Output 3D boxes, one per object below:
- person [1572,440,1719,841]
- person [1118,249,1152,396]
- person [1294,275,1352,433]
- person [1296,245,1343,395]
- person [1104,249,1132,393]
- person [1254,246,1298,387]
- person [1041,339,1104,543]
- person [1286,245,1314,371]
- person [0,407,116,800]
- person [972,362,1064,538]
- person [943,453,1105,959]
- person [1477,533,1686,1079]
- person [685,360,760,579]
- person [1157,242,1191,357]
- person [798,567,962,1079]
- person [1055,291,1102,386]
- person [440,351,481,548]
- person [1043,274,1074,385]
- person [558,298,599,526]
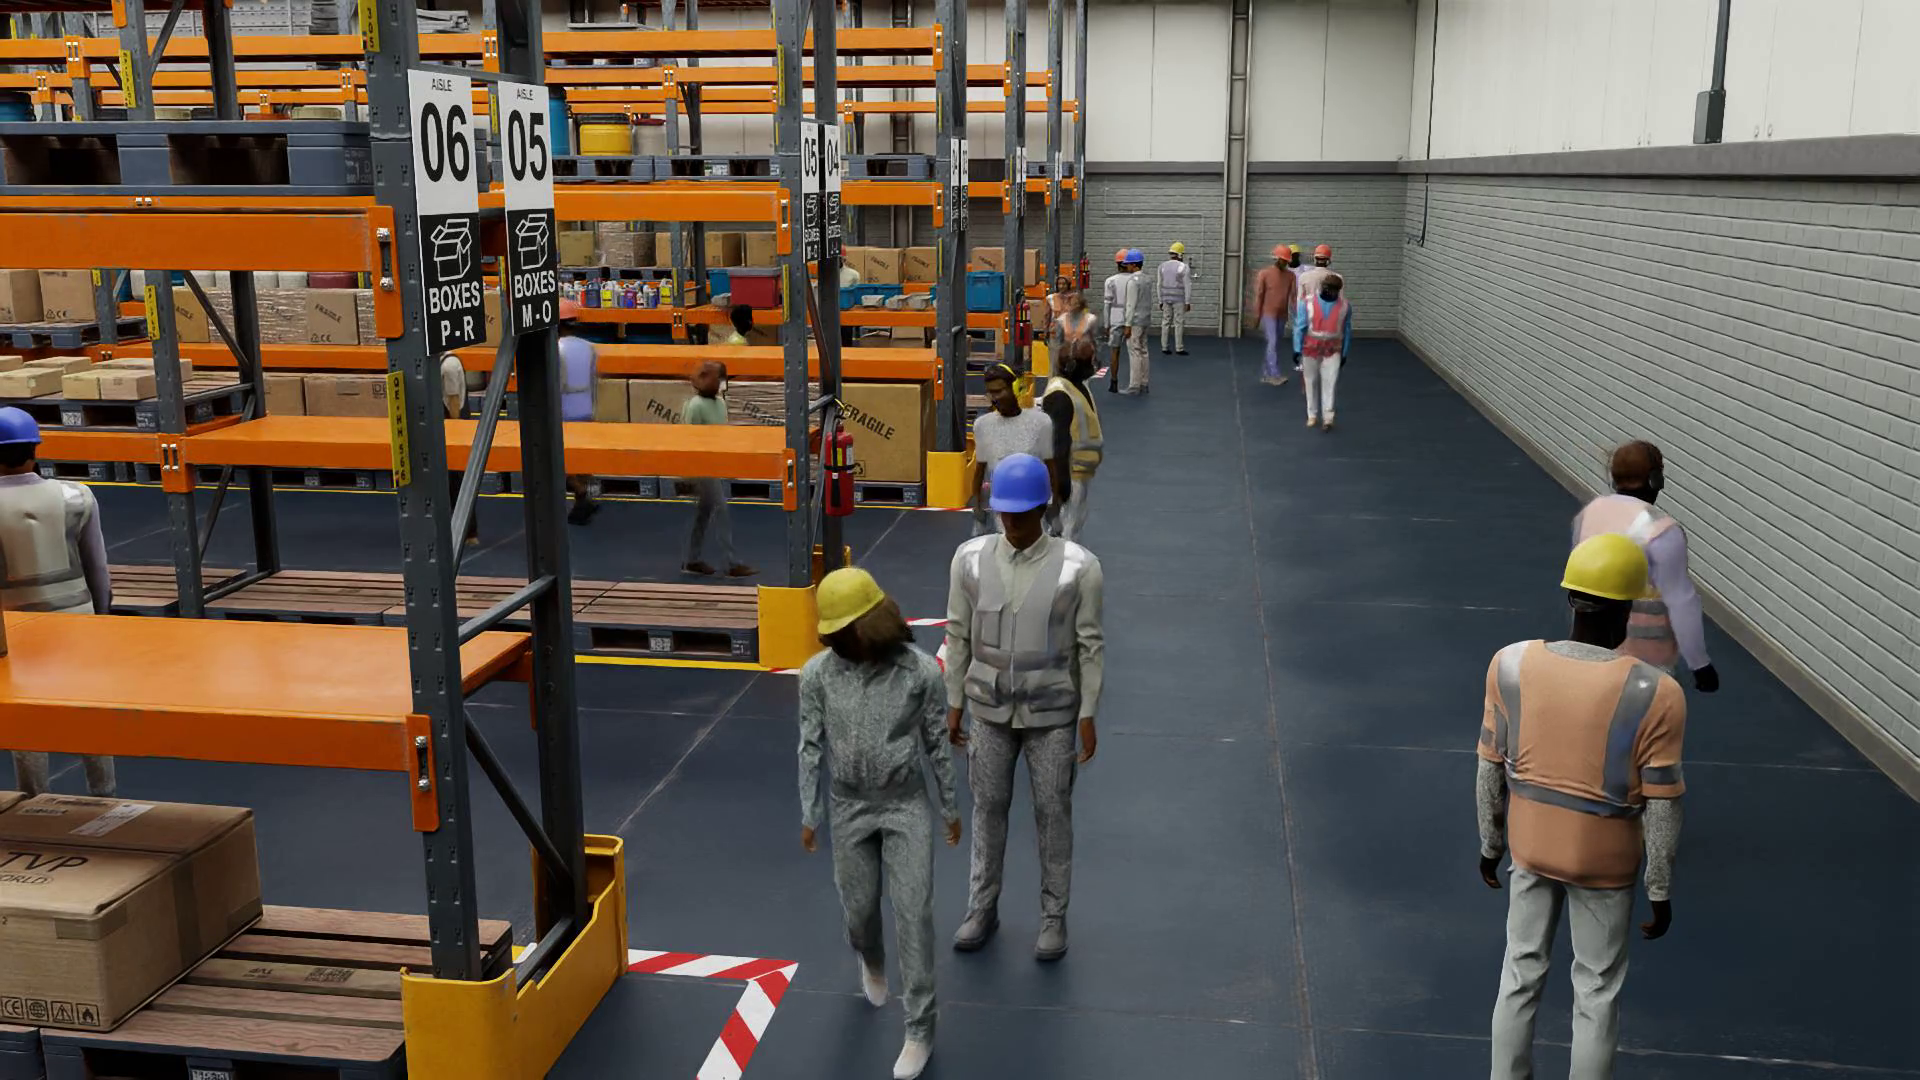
[{"bbox_3d":[2.944,0.475,7.270,0.651,1.807,0.690,-2,13,-10],"label":"person"},{"bbox_3d":[2.345,-2.899,22.192,0.412,1.938,0.611,6,14,26],"label":"person"},{"bbox_3d":[4.161,-2.136,19.096,0.653,1.773,0.967,2,13,8],"label":"person"},{"bbox_3d":[4.802,-2.934,22.222,0.618,1.993,0.396,4,13,17],"label":"person"},{"bbox_3d":[2.203,-2.944,22.429,0.549,1.928,0.388,0,12,0],"label":"person"},{"bbox_3d":[4.465,-3.111,23.149,0.605,1.933,0.960,-6,14,-26],"label":"person"},{"bbox_3d":[0.766,-0.459,11.413,0.429,1.843,0.633,4,13,17],"label":"person"},{"bbox_3d":[5.075,-3.457,24.871,0.458,1.872,0.692,-8,15,-31],"label":"person"},{"bbox_3d":[-4.089,0.380,7.391,0.602,1.939,0.401,-10,16,-38],"label":"person"},{"bbox_3d":[0.336,-0.145,9.967,0.550,1.838,0.424,3,13,14],"label":"person"},{"bbox_3d":[0.230,0.626,6.262,0.615,1.943,0.409,4,13,16],"label":"person"},{"bbox_3d":[1.837,0.925,4.956,0.594,1.925,0.379,11,17,41],"label":"person"},{"bbox_3d":[-1.724,-0.508,12.131,0.740,1.601,0.528,4,13,16],"label":"person"},{"bbox_3d":[3.477,-3.881,26.874,0.597,1.828,0.403,10,16,38],"label":"person"},{"bbox_3d":[-0.263,0.889,5.637,0.541,1.698,0.664,1,13,4],"label":"person"},{"bbox_3d":[1.391,-2.106,19.351,0.514,1.604,0.787,5,14,23],"label":"person"},{"bbox_3d":[-4.044,-0.843,13.159,0.361,1.838,0.510,-6,14,-25],"label":"person"},{"bbox_3d":[1.347,-2.658,21.785,0.523,1.638,0.310,2,13,8],"label":"person"},{"bbox_3d":[-3.234,-1.049,13.861,0.471,1.923,0.559,10,16,38],"label":"person"}]
